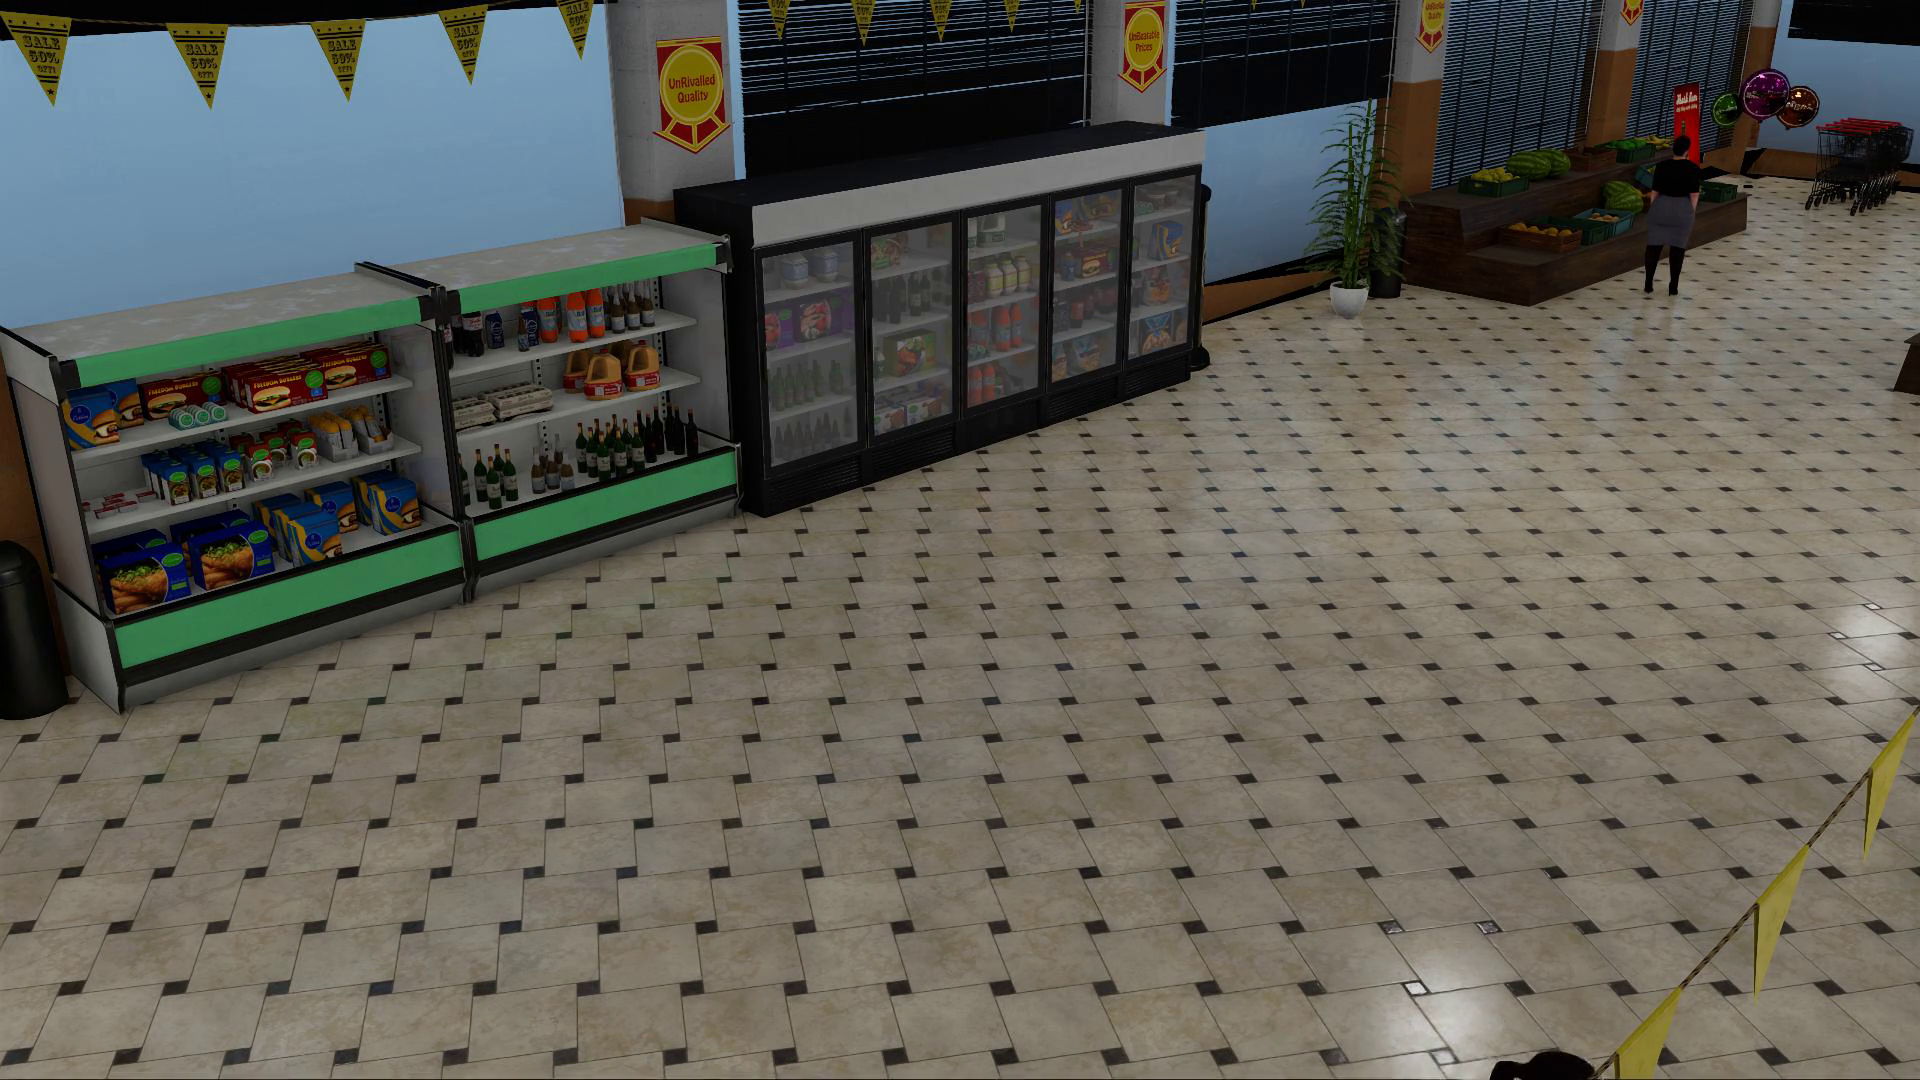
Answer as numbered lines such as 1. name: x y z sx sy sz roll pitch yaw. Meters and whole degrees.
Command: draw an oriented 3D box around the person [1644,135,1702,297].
1. person: 7.911 -3.609 18.495 0.707 1.760 0.677 14 26 31
